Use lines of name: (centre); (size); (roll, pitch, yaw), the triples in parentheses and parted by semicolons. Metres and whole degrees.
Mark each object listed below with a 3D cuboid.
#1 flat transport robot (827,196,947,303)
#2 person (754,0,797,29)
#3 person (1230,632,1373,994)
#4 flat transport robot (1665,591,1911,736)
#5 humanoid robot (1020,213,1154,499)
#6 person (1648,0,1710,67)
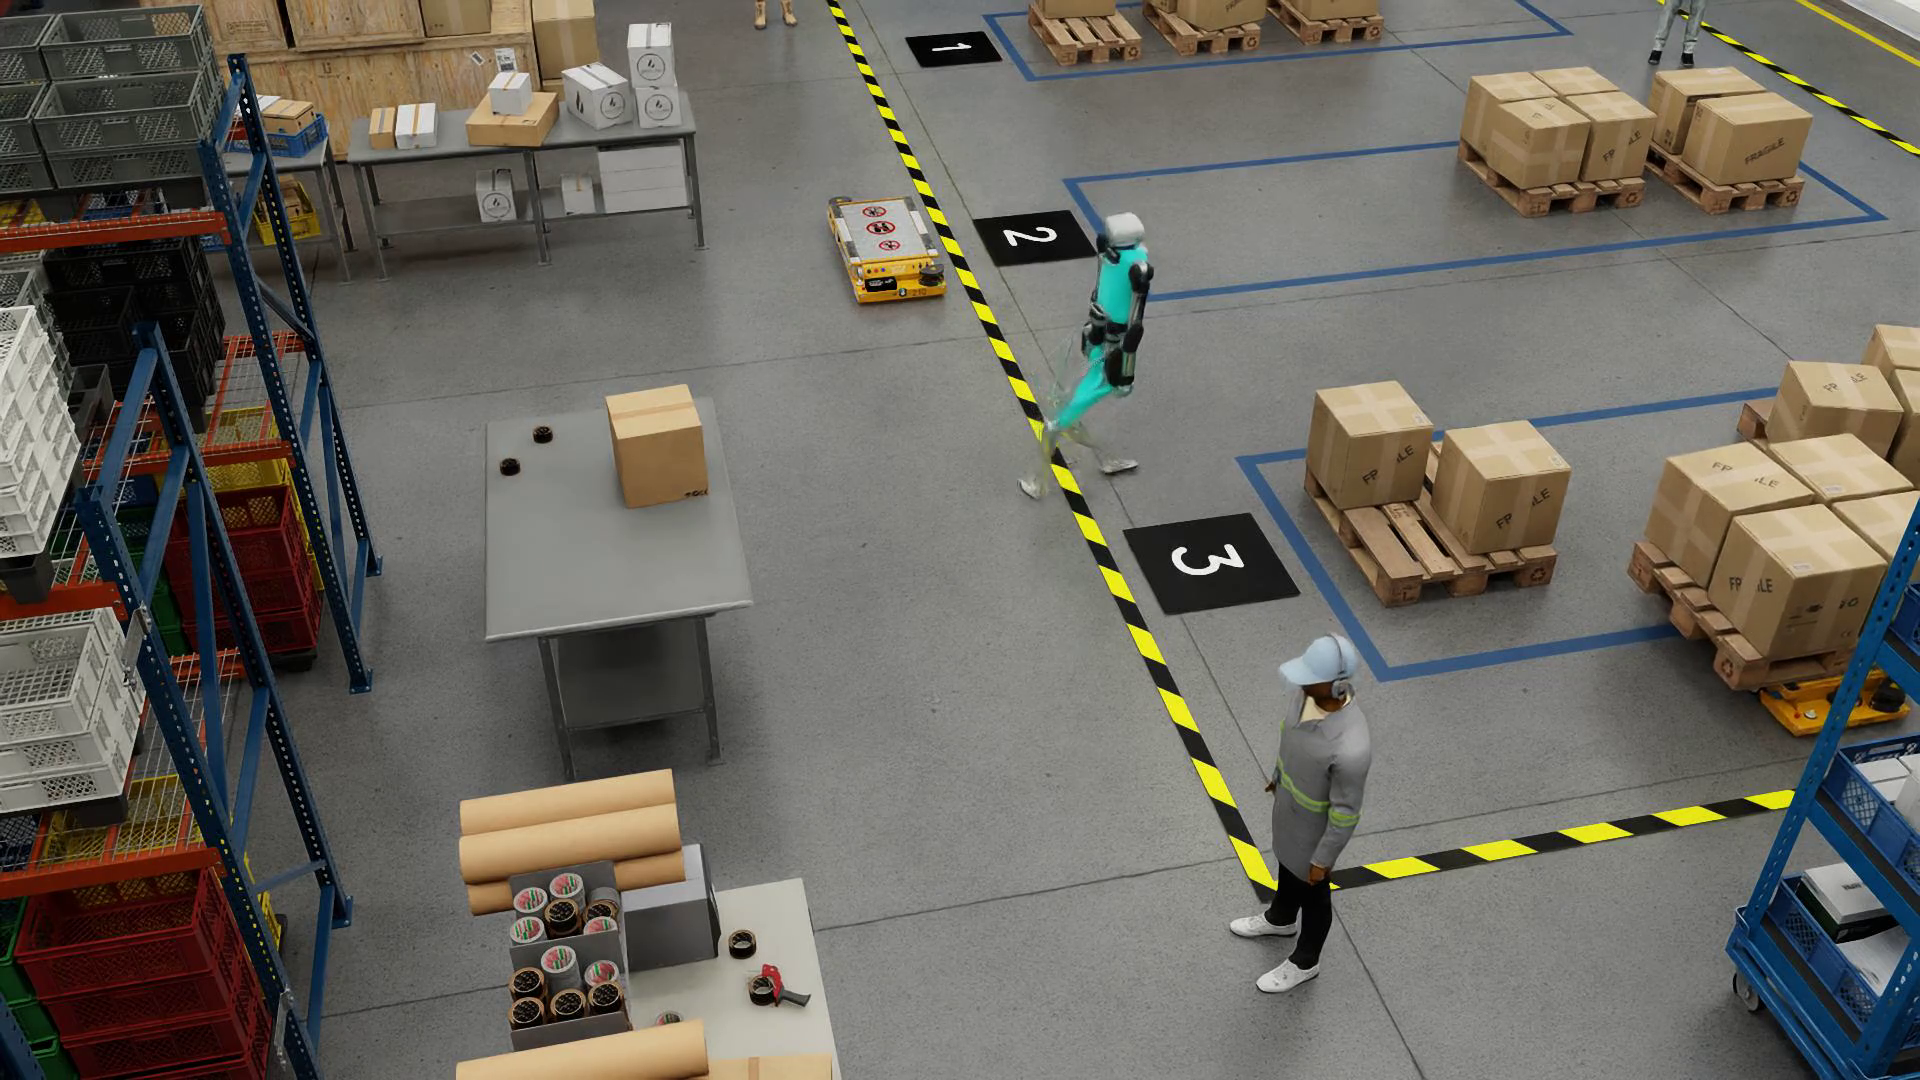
flat transport robot: (-0.570, -2.220, 12.538); (0.659, 0.231, 1.431); (-8, 37, -10)
person: (-1.825, -5.997, 16.139); (0.607, 2.031, 0.406); (-7, 37, -9)
person: (1.392, 1.100, 6.748); (0.378, 1.853, 0.587); (-7, 37, -9)
flat transport robot: (4.347, 0.463, 8.909); (0.652, 0.197, 1.431); (-8, 37, -10)
humanoid robot: (0.647, -0.999, 9.729); (0.892, 1.816, 0.530); (-14, 39, -18)
person: (6.820, -5.291, 15.364); (0.588, 1.821, 0.404); (11, 38, 14)
